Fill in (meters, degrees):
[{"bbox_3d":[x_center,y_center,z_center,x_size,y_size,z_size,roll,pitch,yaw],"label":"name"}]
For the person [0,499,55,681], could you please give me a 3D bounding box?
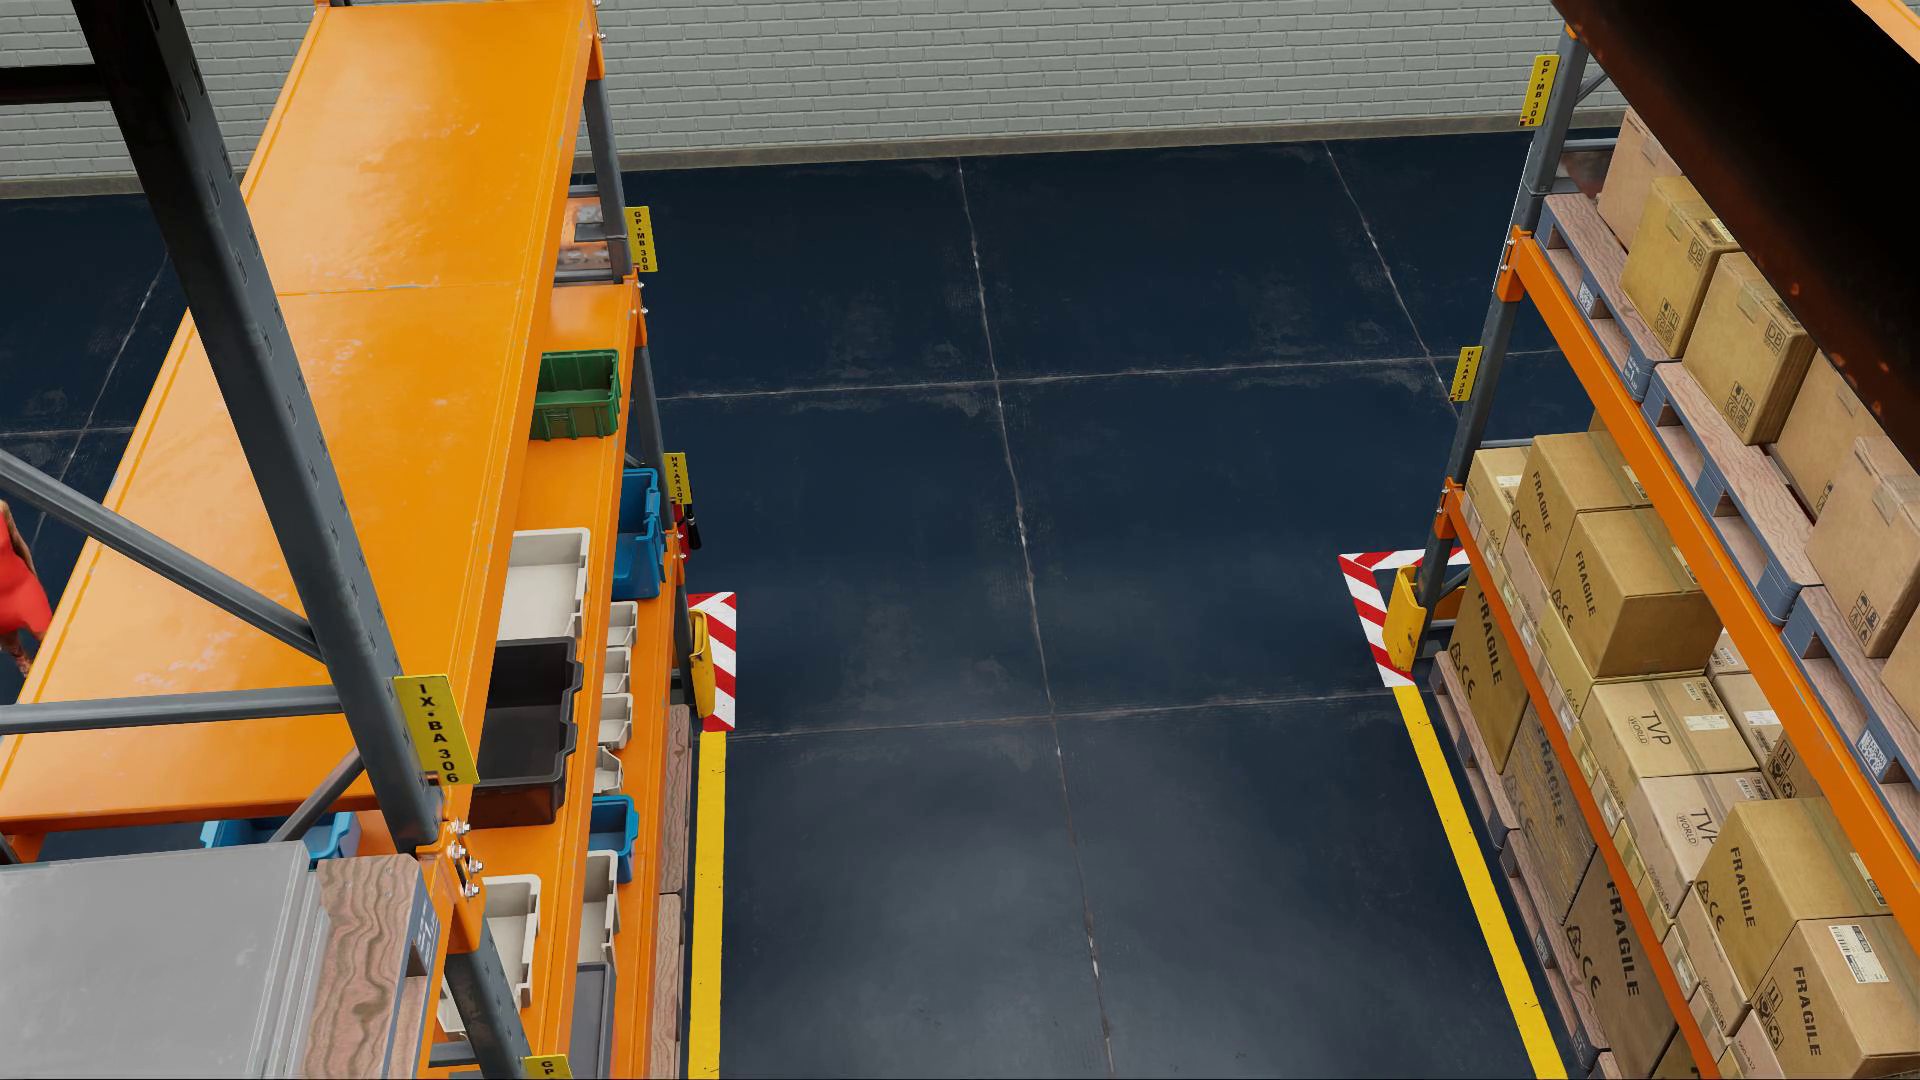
[{"bbox_3d":[-4.982,0.268,8.588,1.179,1.676,1.060,34,53,31],"label":"person"}]
